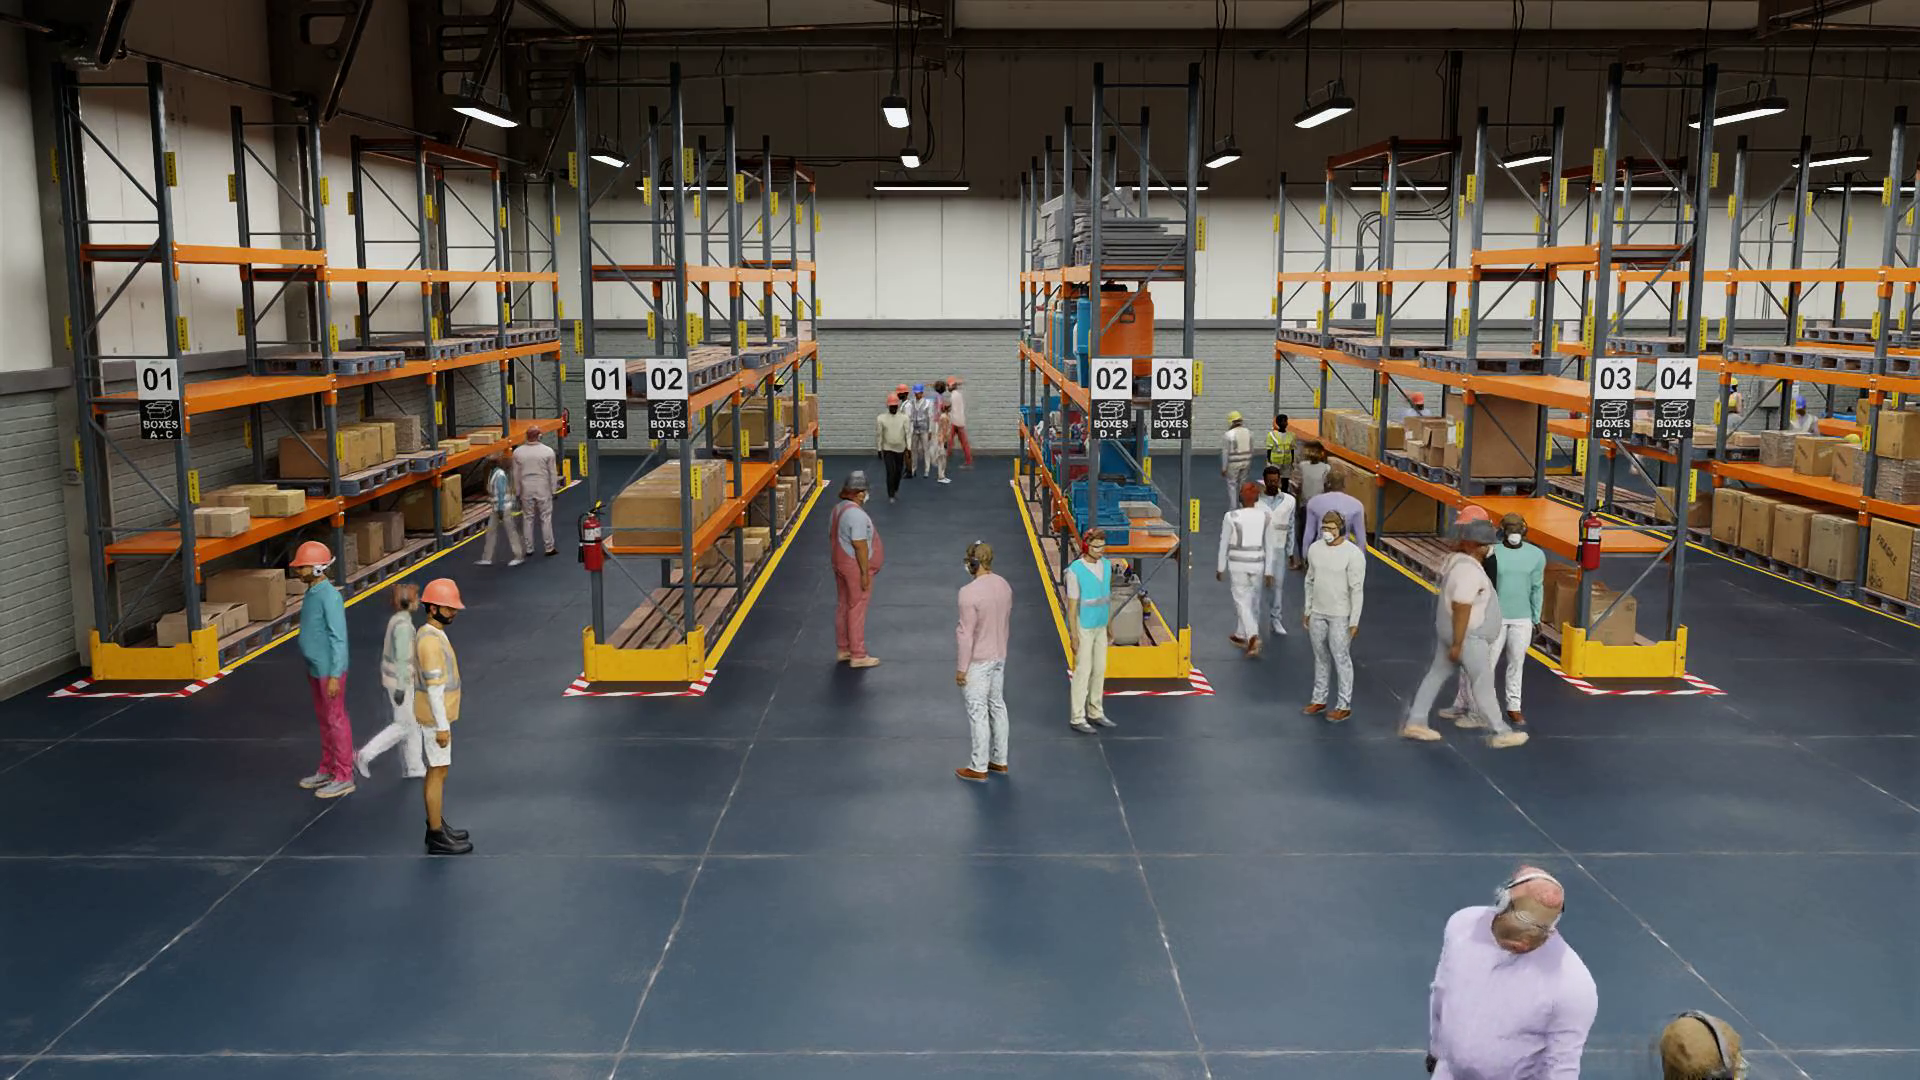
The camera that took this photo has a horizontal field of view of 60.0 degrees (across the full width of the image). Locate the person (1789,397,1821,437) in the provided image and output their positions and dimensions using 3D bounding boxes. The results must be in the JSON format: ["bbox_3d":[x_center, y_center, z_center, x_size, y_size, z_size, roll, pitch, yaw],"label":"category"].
[{"bbox_3d":[15.235,-1.633,30.108,0.696,1.891,0.805,2,9,15],"label":"person"}]

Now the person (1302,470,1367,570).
[{"bbox_3d":[4.197,0.163,18.568,0.692,1.885,0.872,3,9,21],"label":"person"}]

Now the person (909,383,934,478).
[{"bbox_3d":[-0.835,-2.226,33.796,0.611,1.938,0.412,3,9,19],"label":"person"}]

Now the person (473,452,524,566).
[{"bbox_3d":[-6.472,-0.417,23.188,0.771,1.596,0.634,-5,10,-31],"label":"person"}]

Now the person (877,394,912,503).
[{"bbox_3d":[-1.206,-1.685,30.258,0.626,1.976,0.876,-2,9,-10],"label":"person"}]

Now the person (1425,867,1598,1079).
[{"bbox_3d":[2.005,2.090,6.279,0.615,1.858,0.726,-8,12,-43],"label":"person"}]

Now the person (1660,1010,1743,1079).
[{"bbox_3d":[2.138,2.286,4.864,0.689,1.915,0.642,-3,9,-18],"label":"person"}]

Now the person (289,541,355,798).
[{"bbox_3d":[-4.942,0.993,12.899,0.390,1.995,0.613,-7,11,-37],"label":"person"}]

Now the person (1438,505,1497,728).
[{"bbox_3d":[4.582,0.678,14.924,0.379,1.996,0.611,-1,9,-7],"label":"person"}]

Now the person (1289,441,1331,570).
[{"bbox_3d":[4.785,-0.442,22.645,0.620,1.844,0.465,7,11,39],"label":"person"}]

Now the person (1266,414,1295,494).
[{"bbox_3d":[5.564,-1.340,28.857,0.540,1.700,0.316,-2,9,-12],"label":"person"}]

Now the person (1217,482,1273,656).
[{"bbox_3d":[3.090,0.301,17.833,0.587,1.854,0.915,-3,9,-16],"label":"person"}]

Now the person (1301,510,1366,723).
[{"bbox_3d":[3.387,0.684,15.117,0.366,1.932,0.628,-6,11,-36],"label":"person"}]

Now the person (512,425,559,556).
[{"bbox_3d":[-6.147,-0.713,24.156,0.637,1.911,0.403,0,9,2],"label":"person"}]

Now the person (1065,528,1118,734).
[{"bbox_3d":[1.137,0.795,14.713,0.405,1.830,0.580,7,12,40],"label":"person"}]

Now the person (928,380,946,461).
[{"bbox_3d":[-0.481,-2.589,36.496,0.440,1.825,0.630,3,9,17],"label":"person"}]

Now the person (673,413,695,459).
[{"bbox_3d":[-5.704,-2.227,34.210,0.414,1.821,0.610,5,10,31],"label":"person"}]

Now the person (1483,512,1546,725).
[{"bbox_3d":[4.921,0.706,14.933,0.630,1.938,0.369,0,9,3],"label":"person"}]

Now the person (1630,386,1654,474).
[{"bbox_3d":[14.039,-2.297,34.617,0.654,1.819,0.756,0,9,2],"label":"person"}]

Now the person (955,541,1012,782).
[{"bbox_3d":[0.188,0.966,13.304,0.367,1.932,0.623,6,11,33],"label":"person"}]

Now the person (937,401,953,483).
[{"bbox_3d":[-0.297,-1.941,32.955,0.316,1.633,0.515,0,9,1],"label":"person"}]

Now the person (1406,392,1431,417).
[{"bbox_3d":[8.788,-1.921,32.021,0.564,1.902,0.822,-2,9,-13],"label":"person"}]

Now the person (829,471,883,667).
[{"bbox_3d":[-1.060,0.283,17.321,0.535,2.000,0.688,-4,10,-26],"label":"person"}]

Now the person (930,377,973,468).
[{"bbox_3d":[-0.180,-2.498,35.547,0.991,1.929,0.617,2,9,16],"label":"person"}]

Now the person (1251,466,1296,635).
[{"bbox_3d":[3.496,0.113,18.810,0.591,1.919,0.392,-1,9,-4],"label":"person"}]

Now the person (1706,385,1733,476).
[{"bbox_3d":[15.577,-2.270,34.079,0.411,1.938,0.614,6,11,34],"label":"person"}]

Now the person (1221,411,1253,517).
[{"bbox_3d":[4.639,-1.258,27.985,0.617,1.805,0.445,-5,10,-27],"label":"person"}]

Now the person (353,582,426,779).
[{"bbox_3d":[-4.490,1.140,13.154,0.594,1.618,0.522,-3,9,-21],"label":"person"}]

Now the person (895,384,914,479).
[{"bbox_3d":[-1.133,-2.201,33.678,0.387,1.929,0.549,-1,9,-10],"label":"person"}]

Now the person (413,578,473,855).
[{"bbox_3d":[-3.620,1.224,11.631,0.374,1.929,0.542,-3,9,-18],"label":"person"}]

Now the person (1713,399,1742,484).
[{"bbox_3d":[14.960,-1.900,32.453,0.506,1.703,0.829,4,10,24],"label":"person"}]

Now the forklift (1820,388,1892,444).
[{"bbox_3d":[20.072,-3.110,36.462,1.873,2.768,1.129,0,9,0],"label":"forklift"}]

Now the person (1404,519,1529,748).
[{"bbox_3d":[4.335,0.760,14.255,1.016,2.000,0.688,1,9,4],"label":"person"}]
